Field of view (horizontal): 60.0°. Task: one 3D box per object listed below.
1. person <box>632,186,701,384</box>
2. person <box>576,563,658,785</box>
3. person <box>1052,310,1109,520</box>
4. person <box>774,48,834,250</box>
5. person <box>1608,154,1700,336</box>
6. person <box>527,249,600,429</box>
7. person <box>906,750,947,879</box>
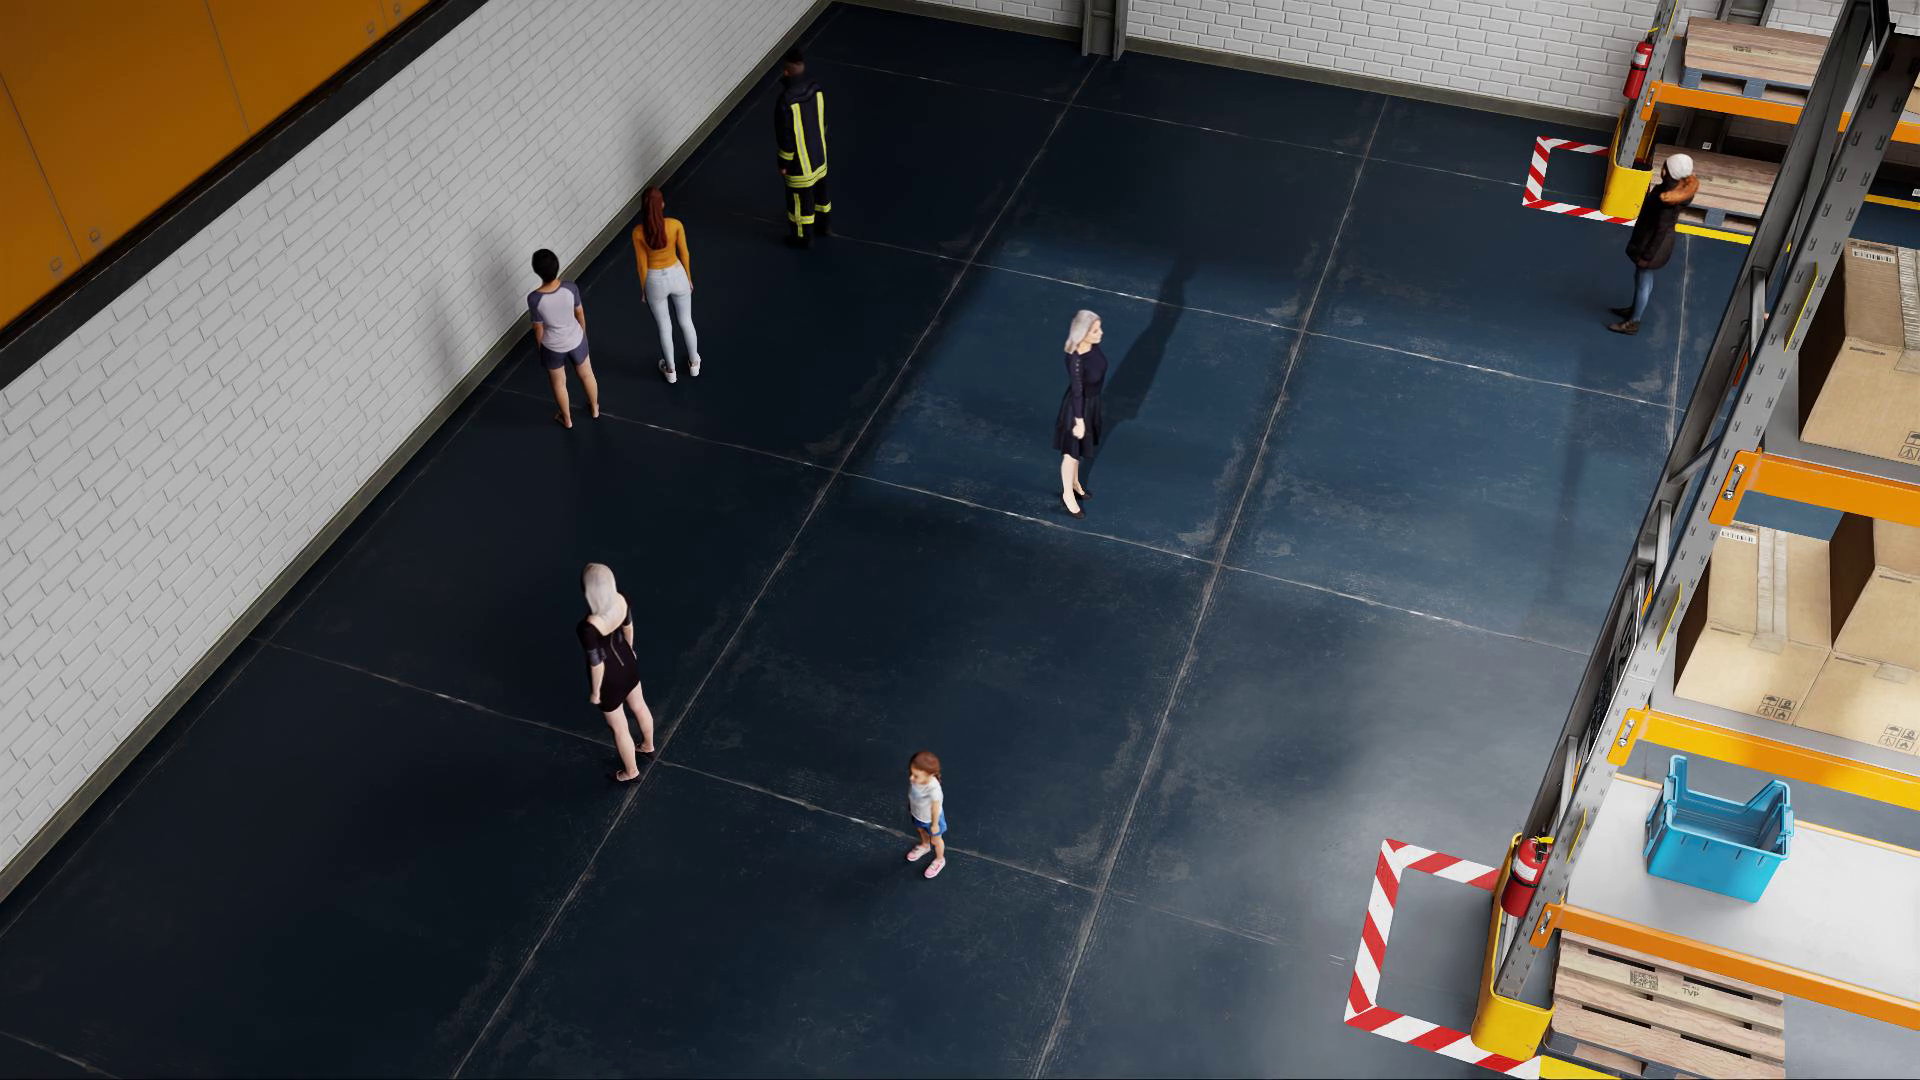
[{"bbox_3d":[-2.302,-1.999,13.041,0.670,1.750,0.743,-13,45,-14],"label":"person"},{"bbox_3d":[-2.078,0.806,10.040,0.518,1.830,0.592,18,47,18],"label":"person"},{"bbox_3d":[0.869,-0.918,11.909,0.554,1.747,0.590,13,45,14],"label":"person"},{"bbox_3d":[-1.371,-3.408,14.437,0.815,1.866,0.846,29,51,27],"label":"person"},{"bbox_3d":[5.658,-2.415,13.563,0.630,1.634,0.657,20,47,19],"label":"person"},{"bbox_3d":[-3.038,-1.543,12.694,0.647,1.568,0.696,-21,48,-21],"label":"person"},{"bbox_3d":[-0.190,1.588,9.807,0.532,1.018,0.448,-30,51,-28],"label":"person"}]
